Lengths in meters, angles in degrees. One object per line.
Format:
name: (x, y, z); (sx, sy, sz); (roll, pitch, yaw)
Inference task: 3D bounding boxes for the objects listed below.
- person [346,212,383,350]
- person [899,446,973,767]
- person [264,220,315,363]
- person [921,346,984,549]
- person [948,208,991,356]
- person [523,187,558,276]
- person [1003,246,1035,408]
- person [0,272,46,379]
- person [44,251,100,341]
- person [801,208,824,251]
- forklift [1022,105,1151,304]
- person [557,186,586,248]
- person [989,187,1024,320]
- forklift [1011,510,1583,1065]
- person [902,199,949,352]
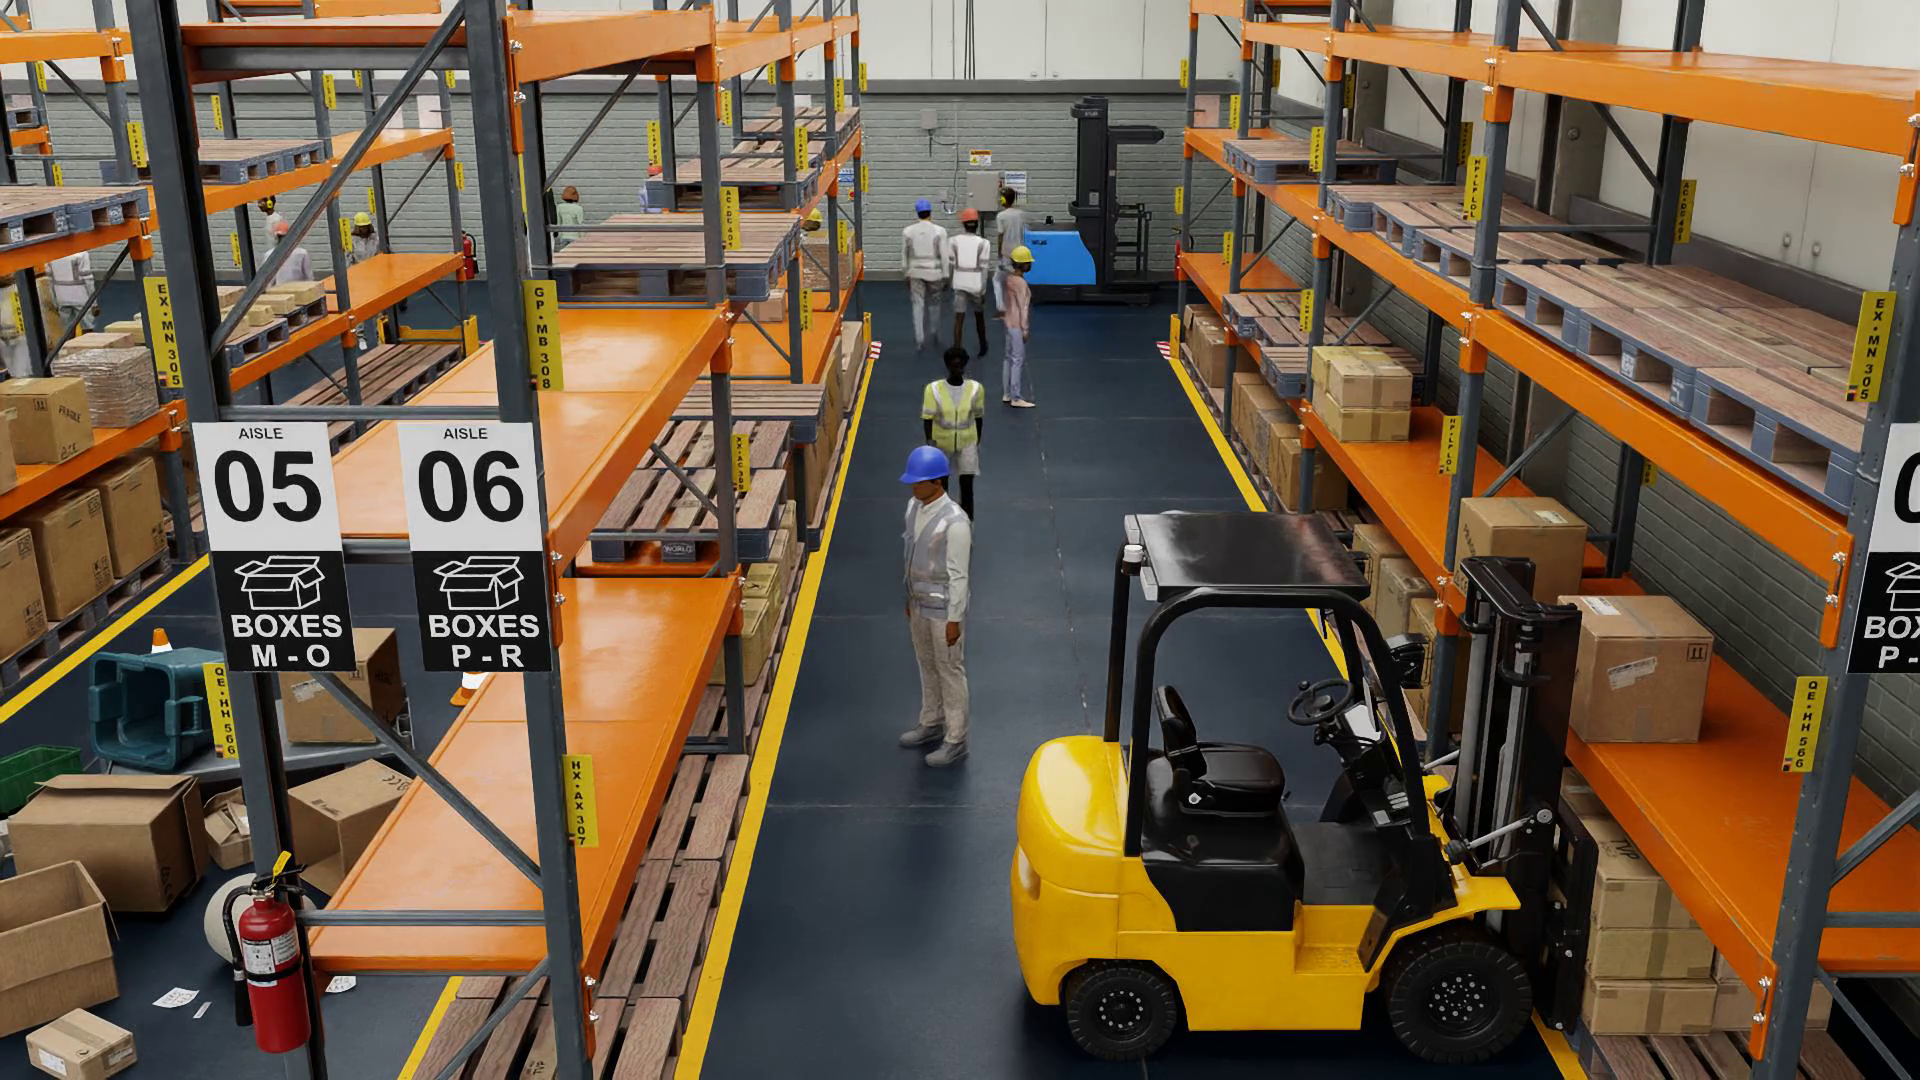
person: (-7.581, -3.325, 21.328); (0.487, 1.744, 0.312); (-14, 23, -36)
person: (-0.162, 0.374, 9.838); (0.414, 1.938, 0.610); (-11, 21, -30)
person: (-8.297, -3.076, 20.600); (0.565, 1.727, 0.777); (2, 18, 7)
person: (-0.062, -0.815, 13.872); (0.539, 1.657, 0.858); (-2, 18, -6)
person: (0.109, -3.145, 20.572); (0.544, 1.886, 0.968); (3, 19, 10)
person: (-6.507, -4.855, 25.800); (0.619, 1.845, 0.430); (5, 19, 14)
person: (0.653, -2.352, 18.349); (0.331, 1.768, 0.526); (-5, 19, -16)
person: (-9.974, -2.112, 17.544); (0.616, 1.809, 0.453); (4, 19, 13)
person: (-10.365, -2.808, 19.480); (0.543, 1.929, 0.386); (1, 18, 4)
person: (-1.929, -3.476, 21.803); (0.324, 1.730, 0.494); (1, 18, 2)
forklift: (1.857, -4.944, 24.441); (1.873, 2.768, 1.129); (0, 18, 0)
person: (-5.867, -4.540, 25.187); (0.501, 1.627, 0.279); (9, 21, 26)
person: (0.671, -3.955, 23.077); (0.539, 1.849, 0.619); (-12, 22, -32)
forklift: (1.387, 1.055, 7.378); (2.313, 2.155, 1.214); (0, 18, 0)
person: (-0.439, -3.399, 21.306); (0.617, 1.886, 0.973); (1, 18, 4)
